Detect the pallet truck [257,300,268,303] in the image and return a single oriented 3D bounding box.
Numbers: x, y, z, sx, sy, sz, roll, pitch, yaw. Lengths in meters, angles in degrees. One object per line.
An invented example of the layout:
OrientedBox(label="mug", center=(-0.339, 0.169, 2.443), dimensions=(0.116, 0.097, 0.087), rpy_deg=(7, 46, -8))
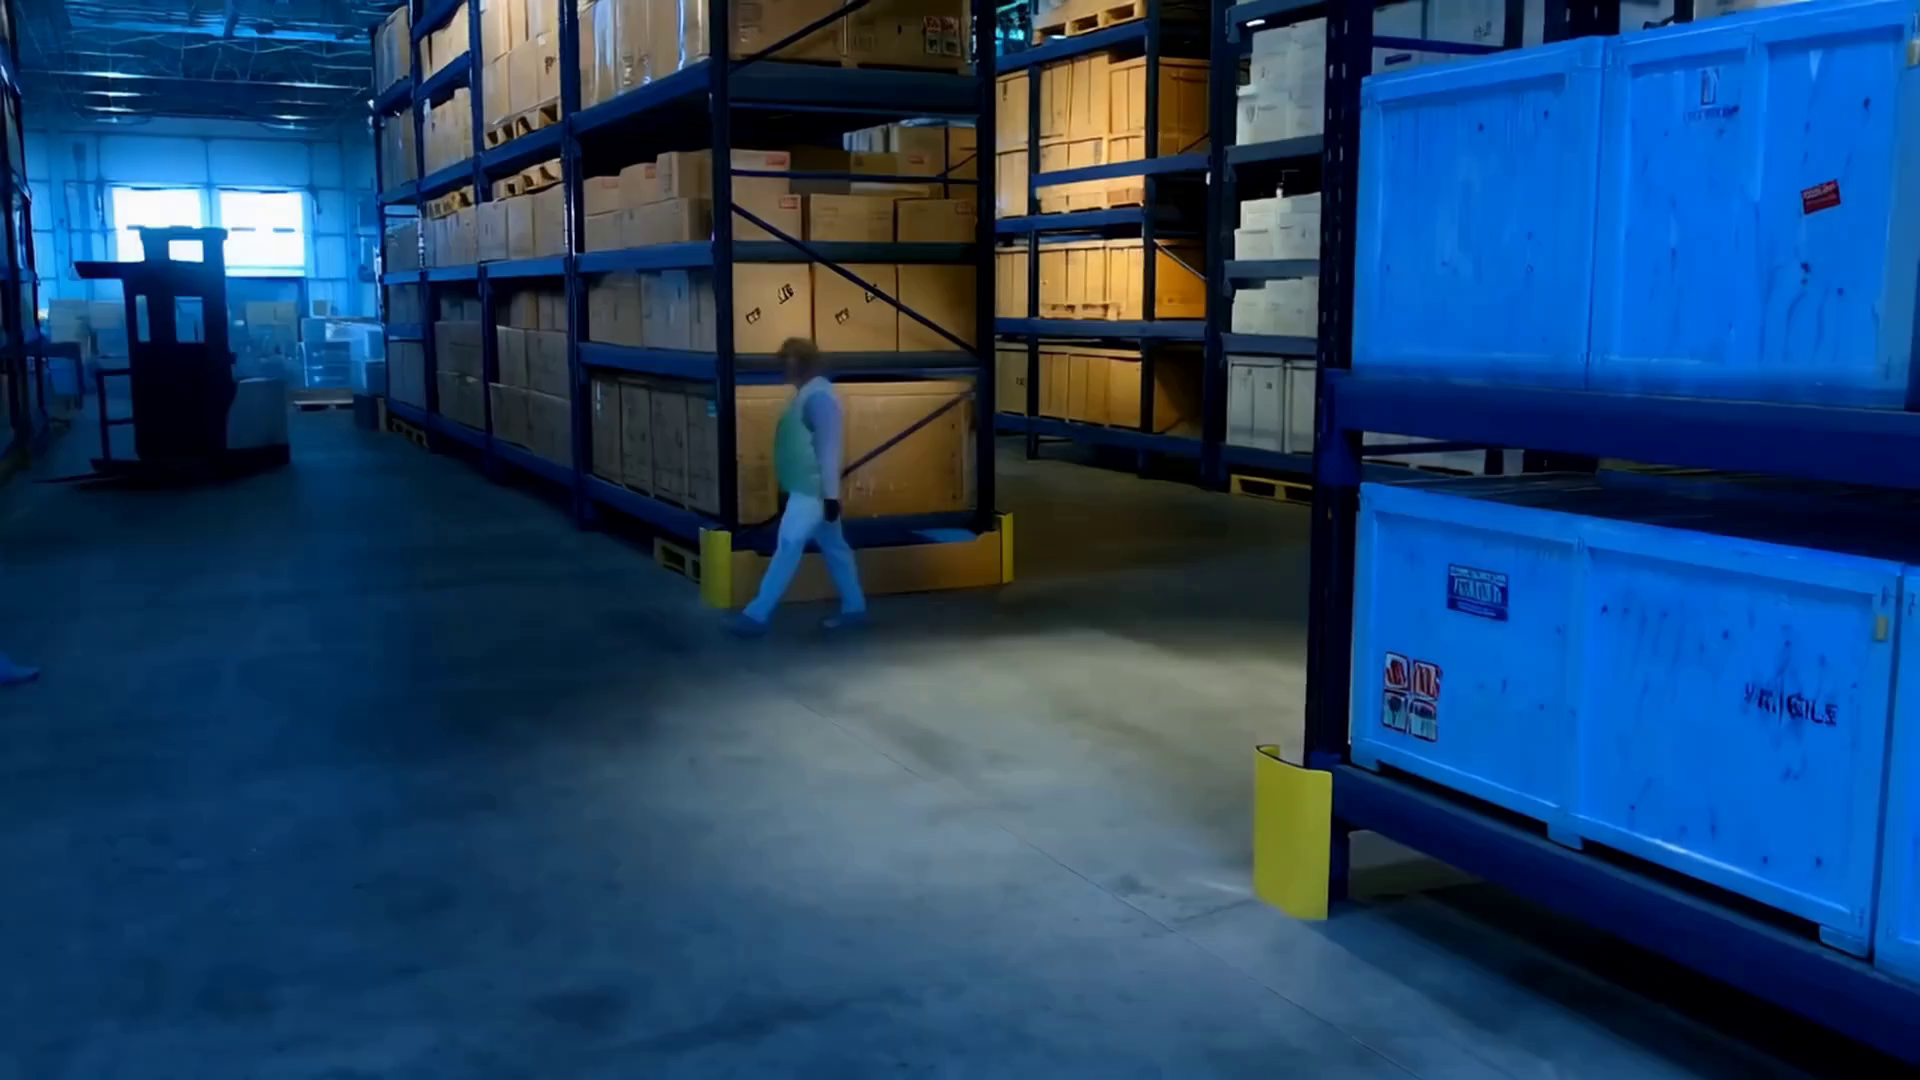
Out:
OrientedBox(label="pallet truck", center=(-23.913, -7.404, 58.171), dimensions=(1.885, 1.965, 0.823), rpy_deg=(-1, 8, -9))

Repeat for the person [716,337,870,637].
OrientedBox(label="person", center=(-0.978, -0.314, 9.997), dimensions=(0.980, 1.787, 0.656), rpy_deg=(-2, 8, -12))

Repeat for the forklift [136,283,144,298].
OrientedBox(label="forklift", center=(-25.710, -7.092, 52.996), dimensions=(1.873, 2.768, 1.129), rpy_deg=(6, 10, 37))

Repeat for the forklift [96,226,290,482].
OrientedBox(label="forklift", center=(-8.713, -2.143, 18.866), dimensions=(1.129, 2.768, 1.873), rpy_deg=(3, 9, 18))

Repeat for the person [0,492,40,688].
OrientedBox(label="person", center=(-5.168, -0.195, 8.457), dimensions=(0.705, 1.989, 0.741), rpy_deg=(5, 9, 29))
